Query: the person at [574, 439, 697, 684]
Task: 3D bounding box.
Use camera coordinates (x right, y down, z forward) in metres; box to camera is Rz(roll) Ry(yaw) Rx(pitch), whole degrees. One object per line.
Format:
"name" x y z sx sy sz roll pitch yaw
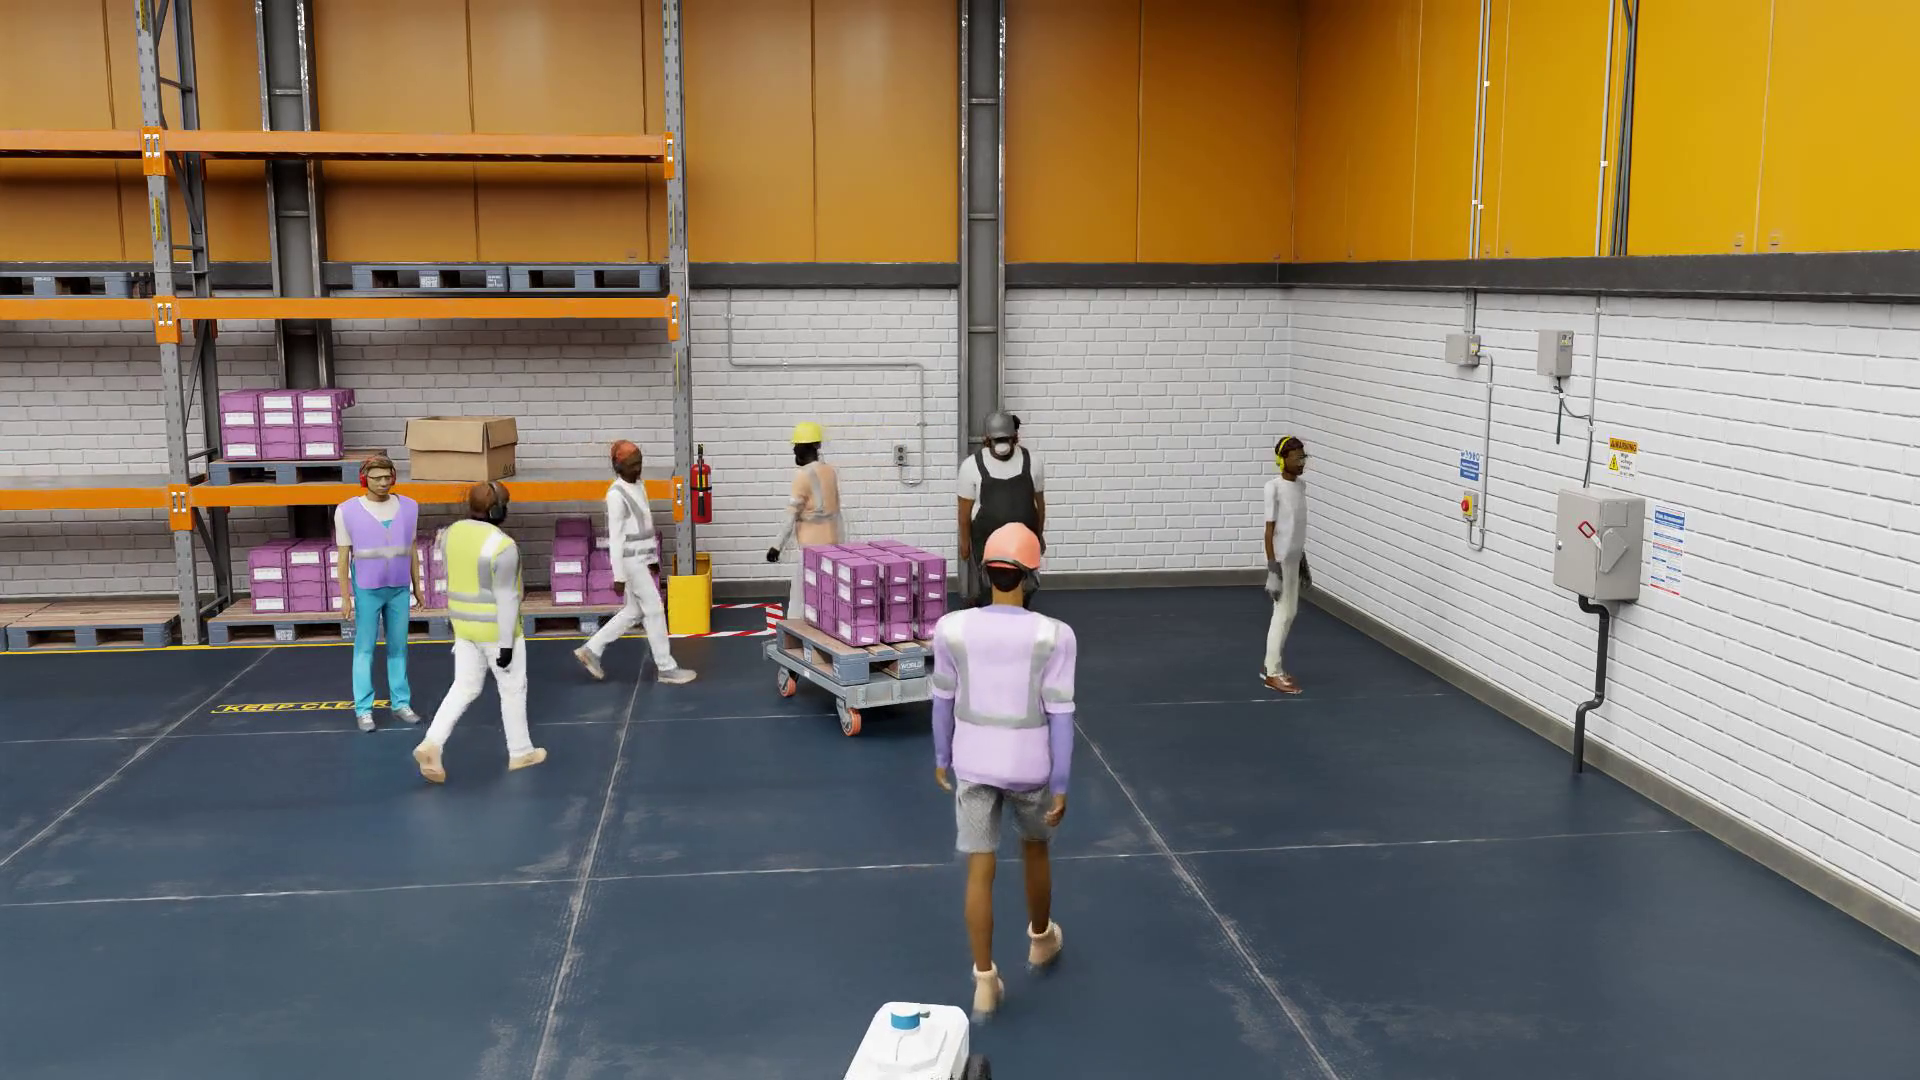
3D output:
"person" -2.401 0.166 12.175 0.838 1.844 0.594 0 9 -2

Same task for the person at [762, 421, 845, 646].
"person" -1.103 0.004 13.130 0.994 1.883 0.586 3 9 16

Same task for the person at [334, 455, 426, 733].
"person" -3.869 0.342 11.105 0.571 1.840 0.373 -9 12 -43

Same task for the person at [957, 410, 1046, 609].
"person" 0.323 -0.069 13.051 0.710 2.000 0.697 -2 9 -10

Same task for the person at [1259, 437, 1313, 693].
"person" 2.383 0.182 12.157 0.413 1.880 0.565 7 12 39

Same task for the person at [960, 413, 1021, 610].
"person" 0.201 -0.052 13.240 0.581 1.943 0.622 -2 9 -11

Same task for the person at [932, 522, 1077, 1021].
"person" 0.194 0.916 6.995 0.634 2.004 0.928 2 9 11

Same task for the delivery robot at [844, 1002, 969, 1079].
"delivery robot" -0.184 1.814 5.632 0.477 0.478 0.707 2 9 9

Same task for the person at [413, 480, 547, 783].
"person" -2.879 0.545 9.944 0.626 1.820 0.837 5 11 30
